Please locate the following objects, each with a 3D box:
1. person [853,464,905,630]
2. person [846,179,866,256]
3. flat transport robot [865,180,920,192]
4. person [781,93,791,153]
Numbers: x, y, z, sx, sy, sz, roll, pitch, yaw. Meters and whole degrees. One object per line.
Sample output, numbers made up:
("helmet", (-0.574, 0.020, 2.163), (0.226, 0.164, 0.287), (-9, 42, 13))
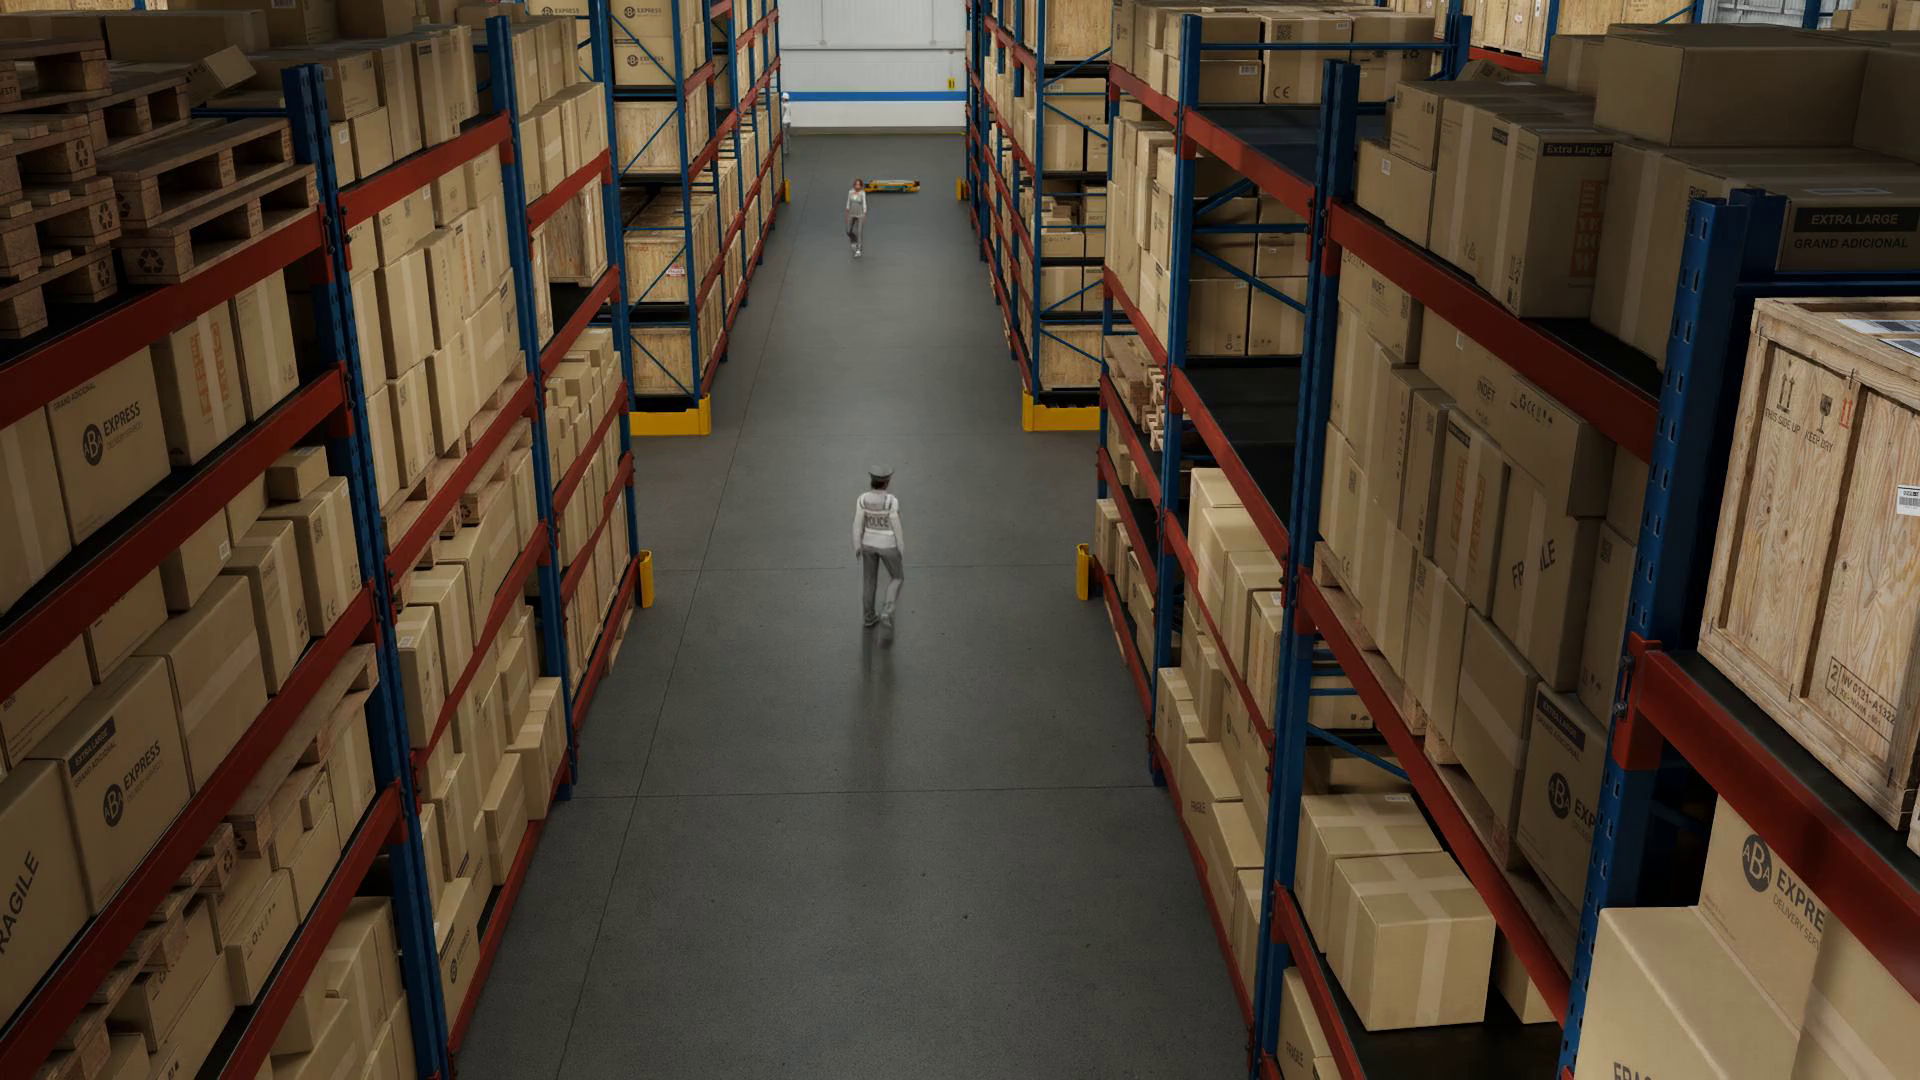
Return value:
("person", (-0.804, 0.098, 16.337), (0.525, 1.668, 0.532), (7, 22, 18))
("person", (-2.154, -6.781, 34.864), (0.443, 1.594, 0.541), (4, 21, 11))
("flat transport robot", (-1.763, -9.248, 43.506), (1.431, 0.255, 0.659), (0, 20, -1))
("person", (-5.319, -12.545, 50.033), (0.444, 1.778, 0.565), (8, 22, 20))
